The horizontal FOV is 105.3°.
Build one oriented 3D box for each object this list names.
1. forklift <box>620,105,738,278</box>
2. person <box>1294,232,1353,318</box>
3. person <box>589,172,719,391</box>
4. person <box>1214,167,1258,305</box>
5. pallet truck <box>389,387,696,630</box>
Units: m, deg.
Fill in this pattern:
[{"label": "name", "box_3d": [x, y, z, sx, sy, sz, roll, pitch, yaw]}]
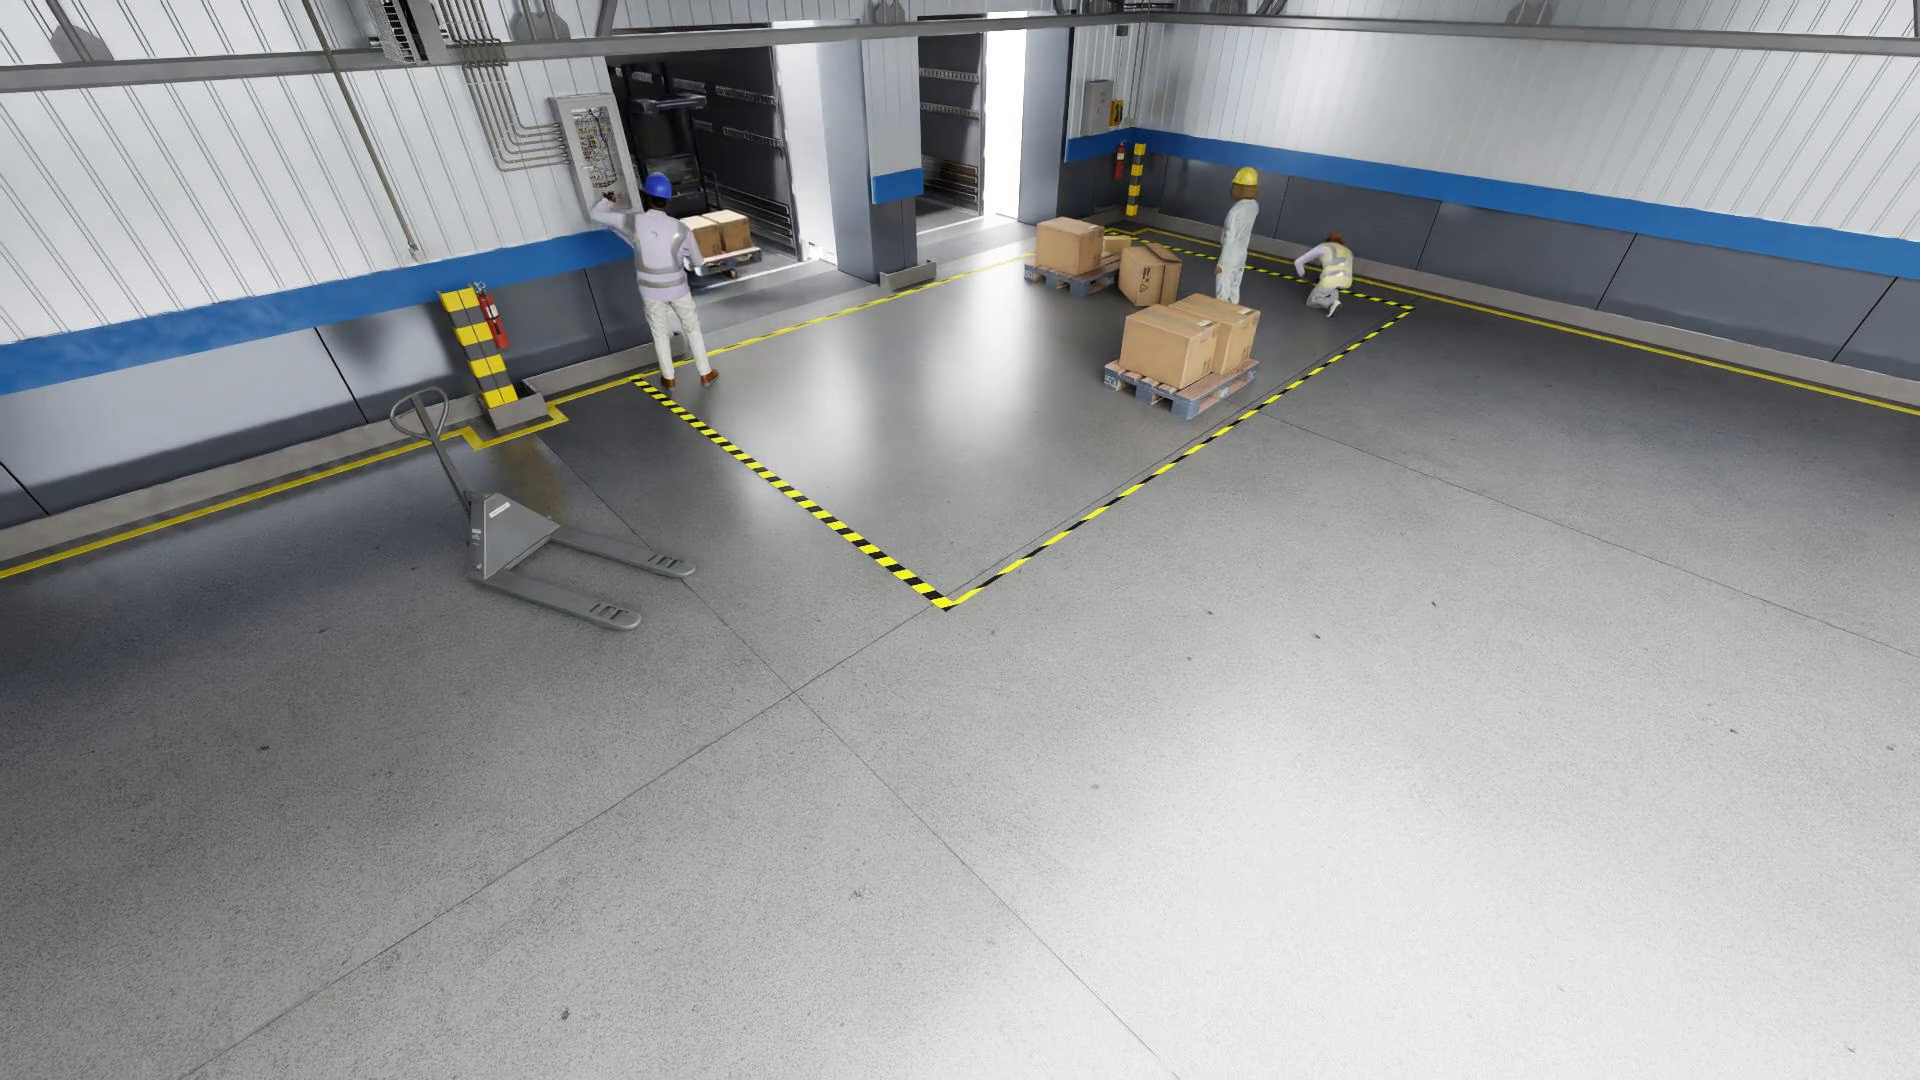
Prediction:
[{"label": "forklift", "box_3d": [-3.820, -4.473, 9.406, 0.716, 2.013, 0.776, -30, 47, -33]}, {"label": "person", "box_3d": [4.393, -3.151, 8.754, 0.663, 0.817, 0.914, -4, 38, -6]}, {"label": "person", "box_3d": [-2.792, -2.383, 6.819, 0.864, 1.901, 0.737, -10, 39, -12]}, {"label": "person", "box_3d": [2.816, -2.935, 7.658, 0.491, 1.742, 0.317, -31, 47, -34]}, {"label": "pallet truck", "box_3d": [-2.613, -0.247, 4.593, 1.601, 1.201, 0.680, 14, 40, 17]}]
